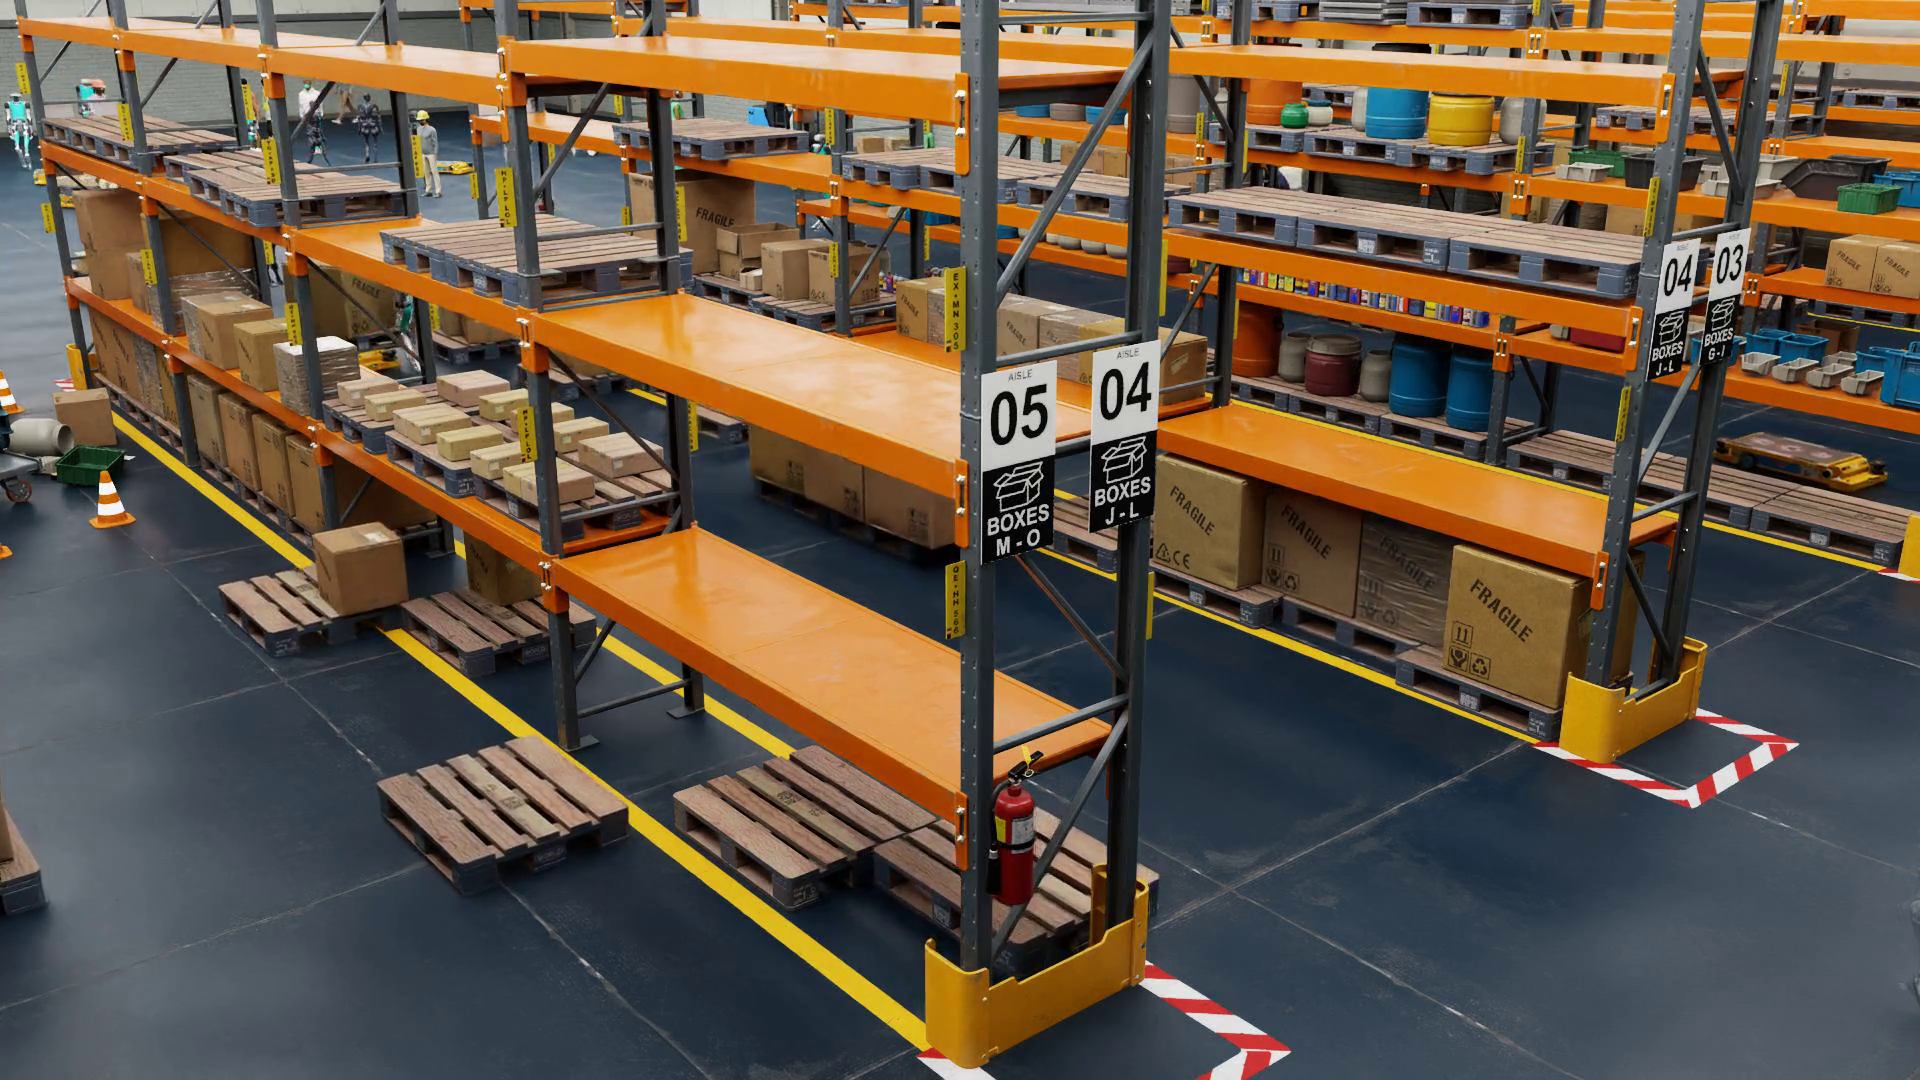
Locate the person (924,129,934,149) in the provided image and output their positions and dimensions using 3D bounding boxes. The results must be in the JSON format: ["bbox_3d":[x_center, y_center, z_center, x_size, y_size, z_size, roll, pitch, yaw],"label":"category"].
[{"bbox_3d":[-0.686,-7.517,33.139,0.475,1.726,0.315,14,24,35],"label":"person"}]

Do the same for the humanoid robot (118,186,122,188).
[{"bbox_3d":[-12.291,-4.402,24.326,0.534,1.839,0.762,15,24,36],"label":"humanoid robot"}]

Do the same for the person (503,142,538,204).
[{"bbox_3d":[-8.590,-7.264,32.192,0.584,1.869,0.597,-8,21,-22],"label":"person"}]

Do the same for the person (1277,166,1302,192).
[{"bbox_3d":[5.381,-5.498,27.274,0.642,1.804,0.574,17,25,39],"label":"person"}]

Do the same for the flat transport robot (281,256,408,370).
[{"bbox_3d":[-7.527,-2.282,20.431,0.659,0.231,1.431,-18,26,-41],"label":"flat transport robot"}]

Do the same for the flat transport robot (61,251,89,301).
[{"bbox_3d":[-12.433,-3.746,24.597,0.659,0.231,1.431,16,25,38],"label":"flat transport robot"}]

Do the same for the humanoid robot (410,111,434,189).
[{"bbox_3d":[-11.575,-8.342,35.575,0.541,1.634,0.589,3,20,10],"label":"humanoid robot"}]

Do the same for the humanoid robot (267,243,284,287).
[{"bbox_3d":[-10.484,-4.664,25.079,0.615,1.650,0.327,5,20,14],"label":"humanoid robot"}]

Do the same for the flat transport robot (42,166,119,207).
[{"bbox_3d":[-17.505,-6.882,33.521,0.659,0.231,1.431,7,20,18],"label":"flat transport robot"}]

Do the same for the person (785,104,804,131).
[{"bbox_3d":[-3.595,-8.733,36.369,0.410,1.885,0.593,-5,20,-15],"label":"person"}]

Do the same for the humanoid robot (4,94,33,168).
[{"bbox_3d":[-21.727,-9.418,38.487,0.557,1.734,0.968,-10,22,-26],"label":"humanoid robot"}]

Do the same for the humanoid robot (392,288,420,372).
[{"bbox_3d":[-6.669,-2.910,20.038,0.530,1.790,0.924,-16,25,-38],"label":"humanoid robot"}]

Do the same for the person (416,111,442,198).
[{"bbox_3d":[-11.000,-7.962,34.340,0.532,1.765,0.328,10,22,25],"label":"person"}]

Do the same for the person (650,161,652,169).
[{"bbox_3d":[-5.073,-6.034,28.573,0.371,1.958,0.596,6,20,17],"label":"person"}]

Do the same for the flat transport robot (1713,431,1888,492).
[{"bbox_3d":[8.123,-0.771,16.130,0.659,0.231,1.431,-13,23,-33],"label":"flat transport robot"}]

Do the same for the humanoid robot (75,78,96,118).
[{"bbox_3d":[-22.832,-11.219,43.758,0.575,1.833,0.908,-5,20,-15],"label":"humanoid robot"}]

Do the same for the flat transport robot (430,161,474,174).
[{"bbox_3d":[-12.022,-8.610,38.440,1.431,0.231,0.659,4,20,11],"label":"flat transport robot"}]

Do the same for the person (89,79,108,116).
[{"bbox_3d":[-20.556,-10.028,39.883,1.071,1.990,0.622,4,20,10],"label":"person"}]

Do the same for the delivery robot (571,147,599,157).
[{"bbox_3d":[-9.391,-9.869,41.611,0.778,0.607,0.512,-1,19,-3],"label":"delivery robot"}]

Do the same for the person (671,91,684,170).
[{"bbox_3d":[-6.476,-9.407,38.138,0.410,1.978,0.485,-5,20,-13],"label":"person"}]

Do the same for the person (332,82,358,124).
[{"bbox_3d":[-18.345,-13.318,49.502,0.513,1.822,1.012,15,24,36],"label":"person"}]

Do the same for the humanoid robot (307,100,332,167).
[{"bbox_3d":[-14.820,-9.292,38.316,0.783,1.623,0.611,2,19,7],"label":"humanoid robot"}]

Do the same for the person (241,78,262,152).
[{"bbox_3d":[-18.068,-10.785,42.262,0.790,1.843,0.419,7,21,19],"label":"person"}]

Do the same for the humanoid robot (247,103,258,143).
[{"bbox_3d":[-16.525,-9.279,38.307,0.705,1.912,0.548,12,23,31],"label":"humanoid robot"}]

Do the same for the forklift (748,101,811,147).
[{"bbox_3d":[-4.526,-11.368,42.374,1.129,2.768,1.873,-15,24,-37],"label":"forklift"}]

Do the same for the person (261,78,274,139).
[{"bbox_3d":[-18.560,-11.567,44.701,0.318,1.696,0.534,-11,22,-28],"label":"person"}]

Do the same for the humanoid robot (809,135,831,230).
[{"bbox_3d":[-2.318,-6.445,30.078,0.940,1.759,0.547,-16,25,-39],"label":"humanoid robot"}]

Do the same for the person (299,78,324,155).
[{"bbox_3d":[-16.265,-10.591,41.636,0.527,1.879,0.901,-3,20,-8],"label":"person"}]

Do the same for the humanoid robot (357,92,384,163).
[{"bbox_3d":[-14.246,-9.962,40.165,0.609,1.642,0.369,-3,20,-8],"label":"humanoid robot"}]

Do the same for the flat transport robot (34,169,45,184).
[{"bbox_3d":[-20.135,-8.051,36.849,0.659,0.231,1.431,-10,21,-25],"label":"flat transport robot"}]

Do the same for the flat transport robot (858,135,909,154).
[{"bbox_3d":[-1.742,-8.204,37.285,1.431,0.231,0.659,-8,21,-21],"label":"flat transport robot"}]

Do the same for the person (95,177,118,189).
[{"bbox_3d":[-15.653,-6.716,30.624,0.542,1.877,0.552,7,20,18],"label":"person"}]
